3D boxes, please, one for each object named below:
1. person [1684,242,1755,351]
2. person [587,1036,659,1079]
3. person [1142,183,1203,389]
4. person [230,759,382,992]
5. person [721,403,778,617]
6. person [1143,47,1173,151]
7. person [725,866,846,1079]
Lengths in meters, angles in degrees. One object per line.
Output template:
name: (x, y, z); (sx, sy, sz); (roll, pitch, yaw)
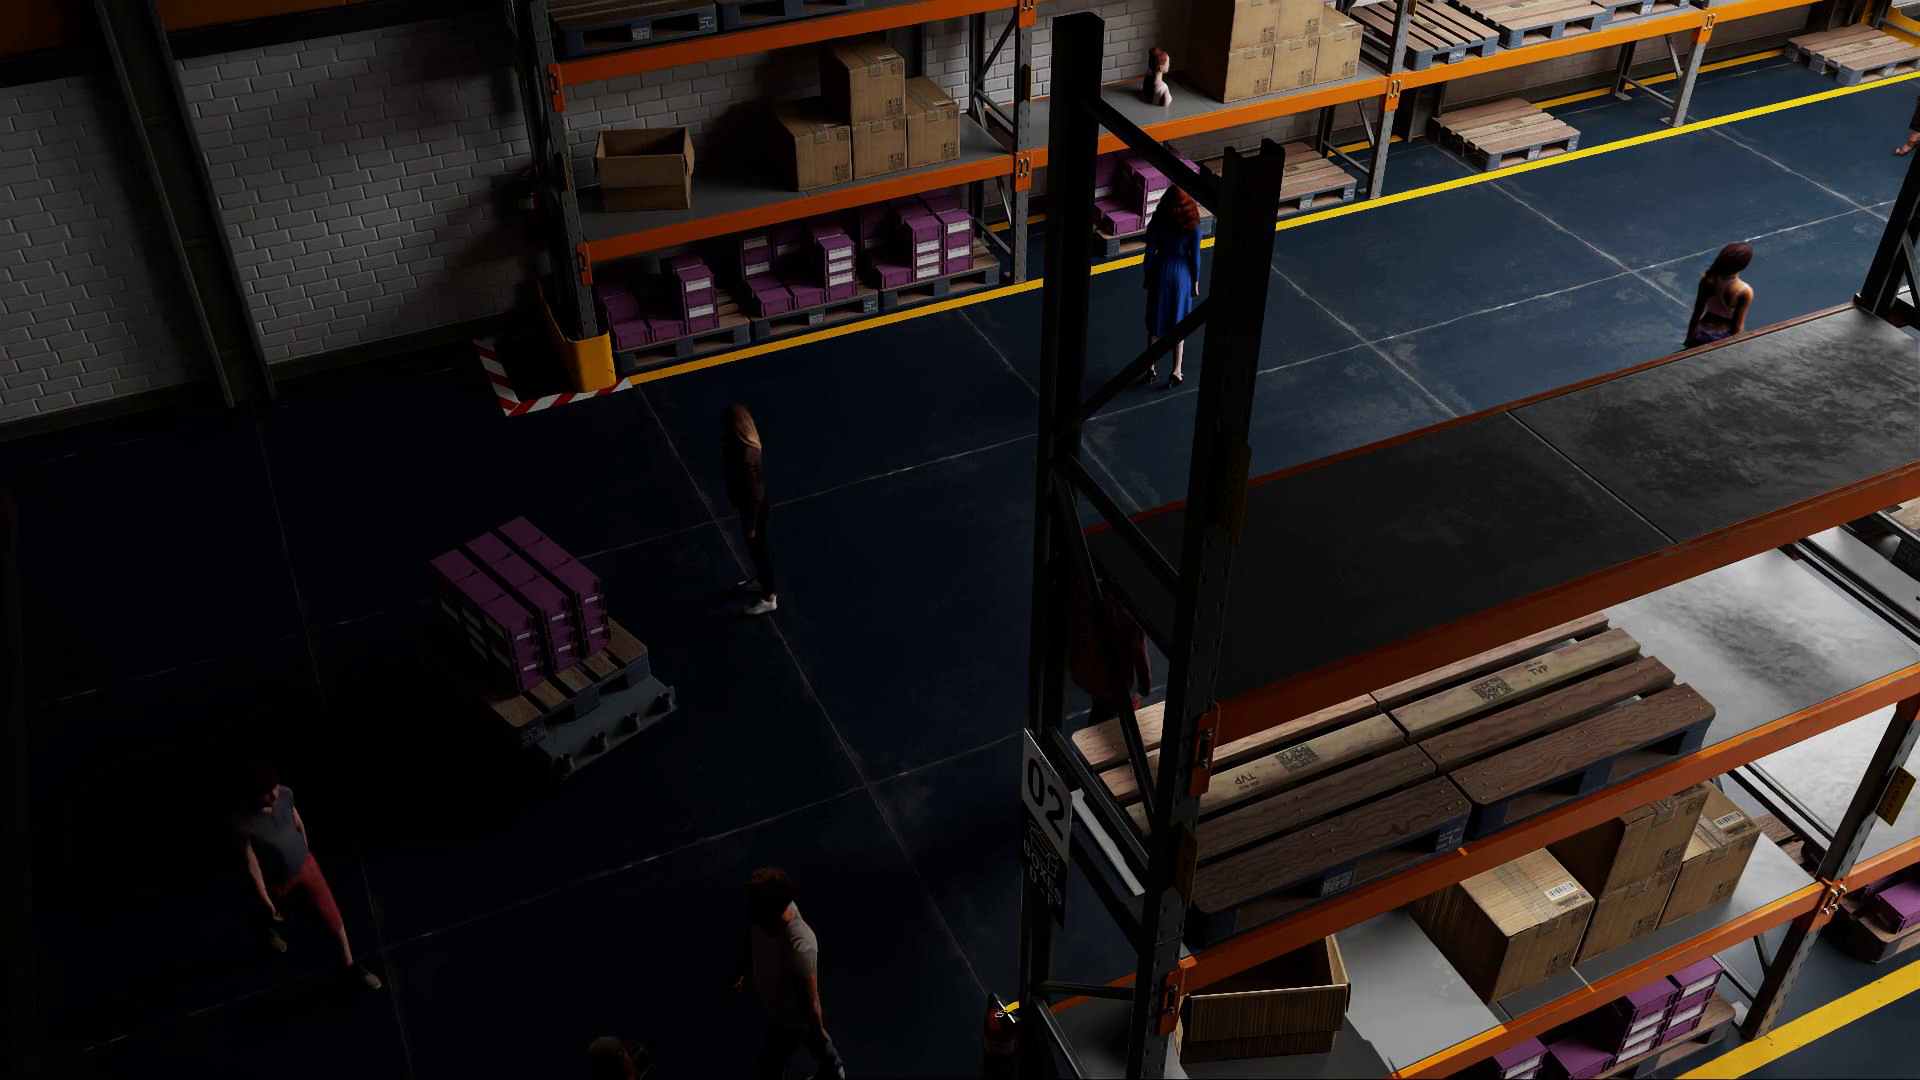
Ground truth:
person: (5.840, -1.516, 12.929); (0.603, 1.767, 0.620); (-28, 46, -30)
person: (-1.564, 2.756, 7.555); (0.988, 1.798, 0.976); (25, 45, 28)
person: (1.707, -2.066, 13.571); (0.710, 1.827, 0.776); (11, 40, 14)
person: (-3.697, 1.770, 8.929); (1.020, 1.624, 1.142); (24, 45, 27)
person: (-1.418, -0.226, 11.366); (0.599, 1.703, 0.652); (-6, 39, -8)
person: (1.806, -3.816, 15.788); (0.493, 1.793, 0.547); (-17, 42, -20)
person: (-0.780, 2.227, 8.169); (1.037, 1.859, 0.683); (-17, 42, -20)
